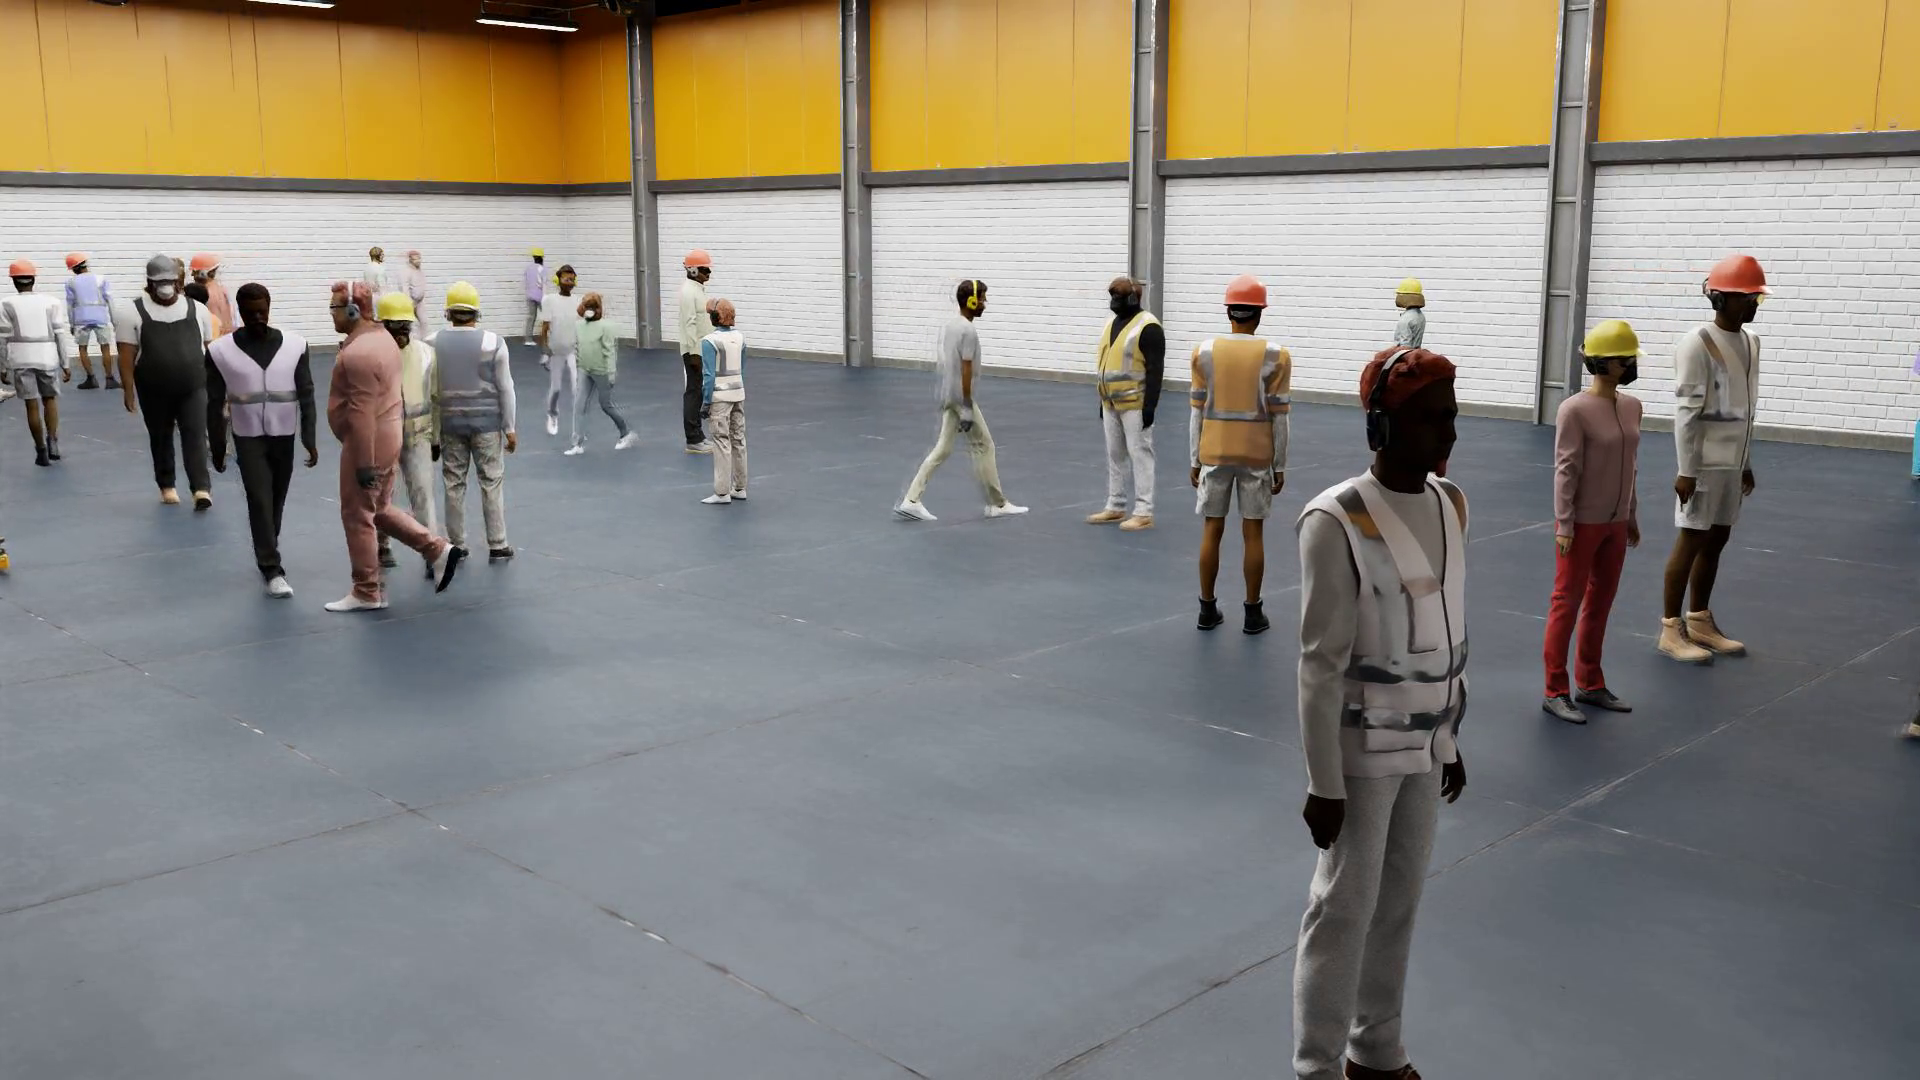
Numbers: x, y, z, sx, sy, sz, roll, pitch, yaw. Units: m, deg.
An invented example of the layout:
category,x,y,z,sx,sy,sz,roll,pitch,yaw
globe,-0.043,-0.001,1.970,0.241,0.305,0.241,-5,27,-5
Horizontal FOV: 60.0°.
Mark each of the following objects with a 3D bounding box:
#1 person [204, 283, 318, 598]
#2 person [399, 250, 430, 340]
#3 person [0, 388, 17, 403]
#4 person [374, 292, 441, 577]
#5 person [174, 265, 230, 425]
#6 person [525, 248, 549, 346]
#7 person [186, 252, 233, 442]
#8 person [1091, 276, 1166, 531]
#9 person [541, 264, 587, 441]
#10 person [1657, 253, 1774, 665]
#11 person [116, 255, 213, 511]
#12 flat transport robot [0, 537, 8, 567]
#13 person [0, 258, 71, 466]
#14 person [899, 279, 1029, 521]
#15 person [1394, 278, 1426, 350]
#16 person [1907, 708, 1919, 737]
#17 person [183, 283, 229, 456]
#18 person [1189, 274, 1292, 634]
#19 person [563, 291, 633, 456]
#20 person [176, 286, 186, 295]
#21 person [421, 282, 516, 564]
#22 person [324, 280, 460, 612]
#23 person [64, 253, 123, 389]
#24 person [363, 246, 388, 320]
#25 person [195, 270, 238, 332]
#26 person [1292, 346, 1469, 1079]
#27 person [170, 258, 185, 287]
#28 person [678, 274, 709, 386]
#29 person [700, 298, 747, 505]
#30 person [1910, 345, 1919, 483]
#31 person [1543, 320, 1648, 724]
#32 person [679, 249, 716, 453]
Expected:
category,x,y,z,sx,sy,sz,roll,pitch,yaw
person,-4.235,-0.626,10.078,0.587,1.864,1.013,-8,13,-37
person,-9.776,-4.251,29.824,0.891,1.861,0.664,4,11,20
person,-12.332,-2.483,20.736,0.886,1.648,0.531,-4,11,-19
person,-3.541,-0.660,10.462,0.620,1.778,0.953,-6,12,-31
person,-8.597,-2.171,18.625,0.878,1.811,0.528,2,11,12
person,-8.125,-4.709,32.264,0.611,1.880,0.899,6,12,30
person,-7.619,-1.988,17.197,0.836,1.972,0.628,-2,11,-9
person,1.209,-0.992,12.104,0.429,1.840,0.633,-6,12,-30
person,-4.183,-1.978,17.529,0.526,1.831,0.867,-5,11,-24
person,3.802,-0.399,8.316,0.614,2.040,0.390,-8,13,-36
person,-6.159,-1.250,12.960,0.701,2.000,1.040,-6,12,-31
flat transport robot,-6.697,0.015,10.894,0.652,0.197,1.431,-7,13,-35
person,-8.622,-1.649,15.456,0.578,1.918,0.527,-8,13,-38
person,-0.004,-1.037,12.472,1.006,1.815,0.532,-4,11,-23
person,4.120,-1.543,15.372,0.296,1.744,0.487,6,12,31
person,4.418,-0.075,6.869,0.725,1.951,0.650,-2,11,-9
person,-7.340,-1.633,16.030,0.504,1.677,0.548,3,11,14
person,1.500,-0.455,8.951,0.539,1.929,0.382,3,11,17
person,-3.558,-1.649,16.352,0.529,1.596,0.802,6,12,30
person,-8.505,-1.948,17.925,0.588,1.611,0.512,1,10,3
person,-3.190,-0.751,10.829,0.609,1.830,0.404,0,10,-2
person,-3.276,-0.524,9.421,0.649,1.884,0.653,-1,10,-3
person,-12.050,-3.033,23.110,0.639,1.889,0.415,-5,12,-27
person,-9.970,-4.052,28.517,0.628,1.940,0.373,10,14,44
person,-8.467,-2.245,18.838,1.045,1.878,0.622,3,11,14
person,0.991,0.496,3.868,0.587,1.882,0.341,-10,14,-43
person,-10.861,-3.021,23.236,0.640,1.818,0.733,9,14,41
person,-3.178,-2.460,20.121,0.429,1.837,0.621,-3,11,-16
person,-1.876,-1.101,13.243,0.307,1.641,0.514,5,12,27
person,8.456,-1.407,14.360,0.389,1.841,0.564,10,14,43
person,2.819,-0.082,7.340,0.533,1.769,0.311,-7,12,-32
person,-2.575,-1.857,16.392,0.378,1.996,0.611,0,10,1
